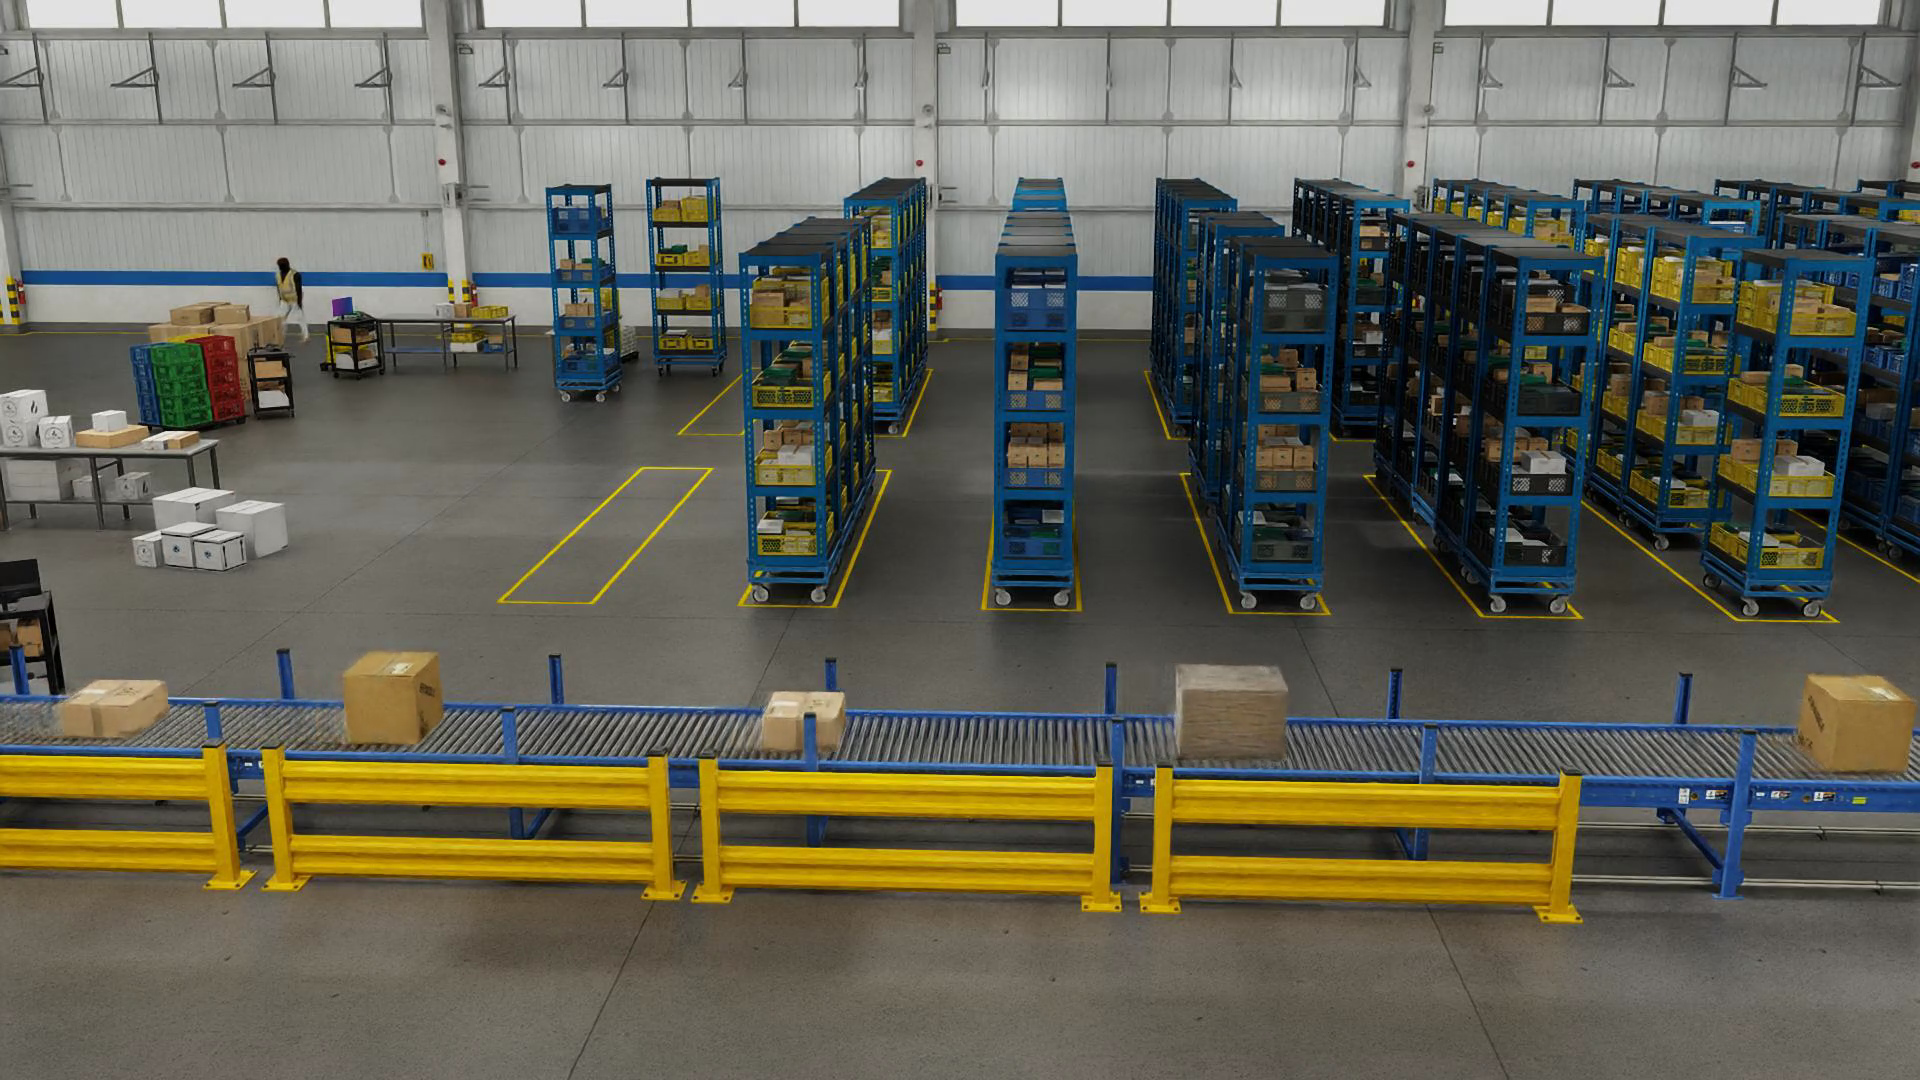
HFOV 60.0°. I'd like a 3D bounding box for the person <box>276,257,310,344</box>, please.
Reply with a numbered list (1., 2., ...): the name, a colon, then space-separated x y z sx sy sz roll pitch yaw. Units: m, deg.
1. person: -13.928 -4.986 34.621 0.649 1.818 0.440 6 16 20
